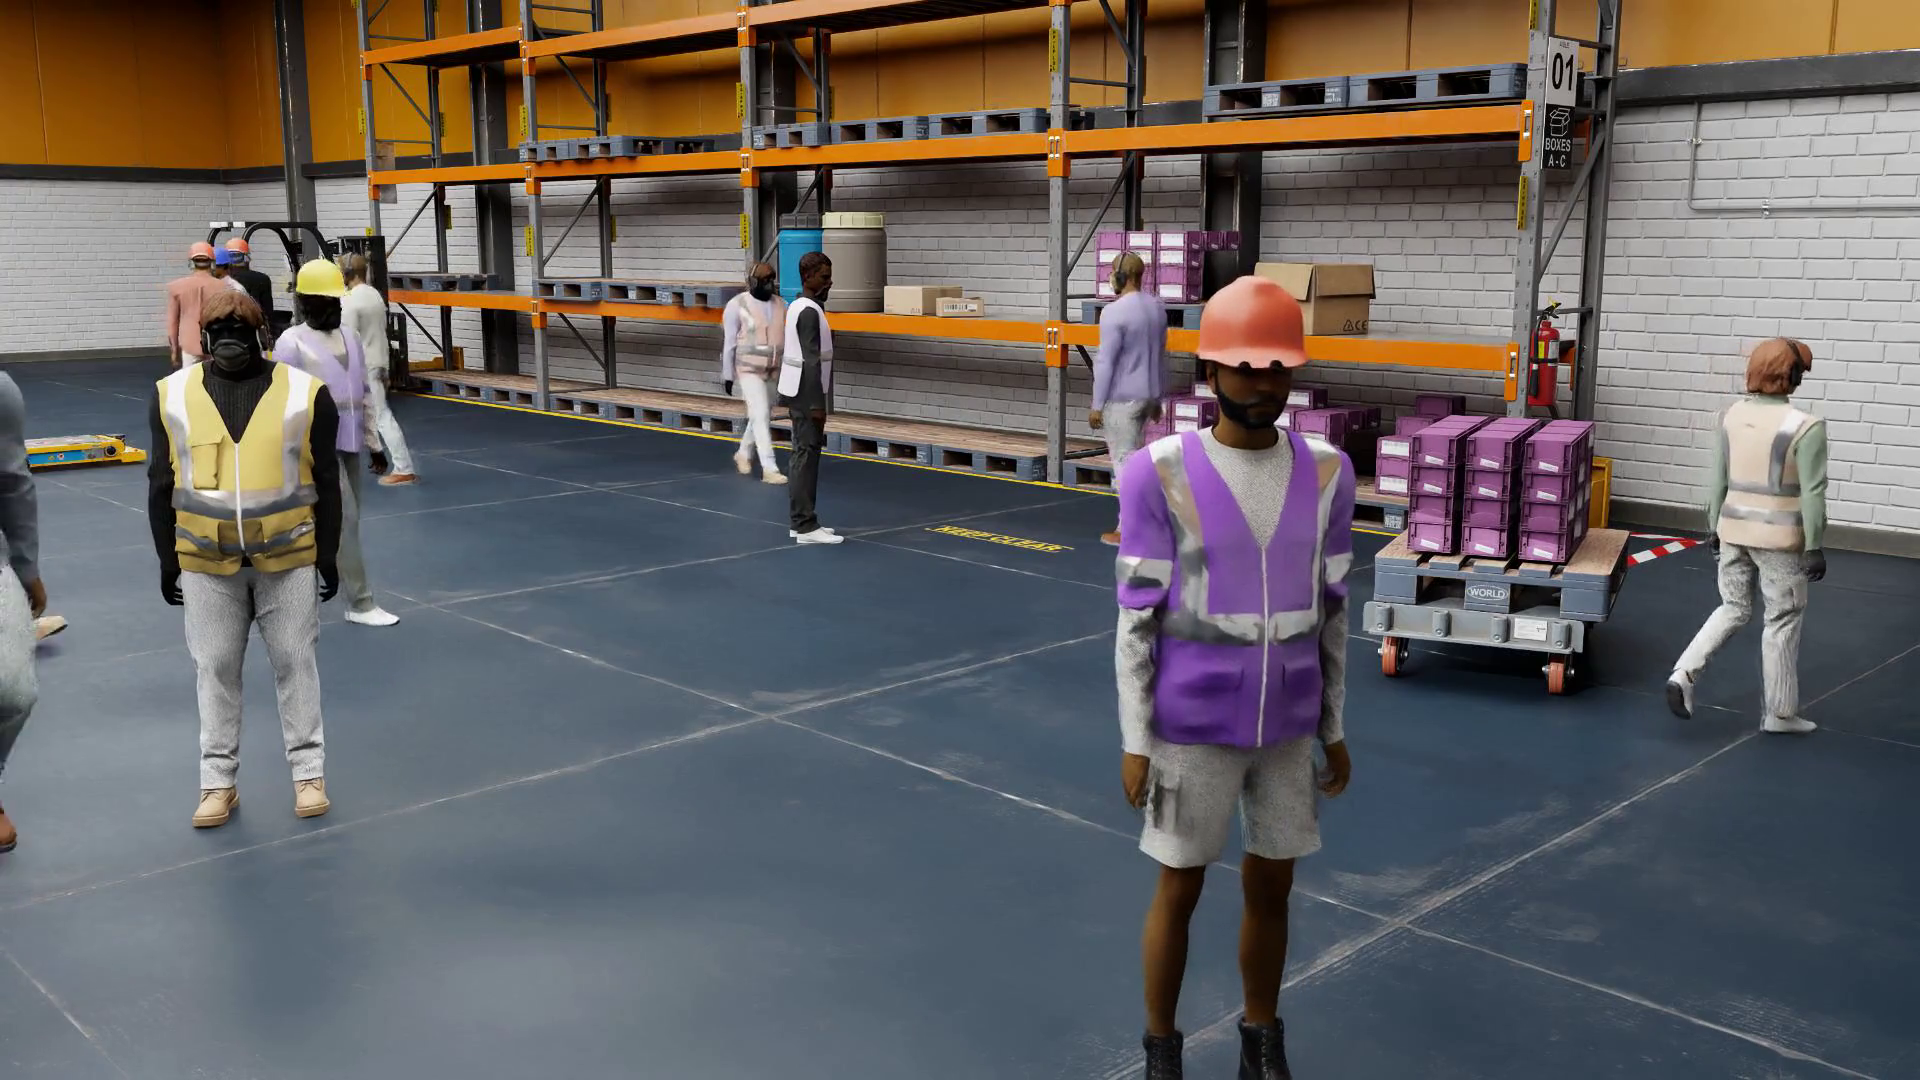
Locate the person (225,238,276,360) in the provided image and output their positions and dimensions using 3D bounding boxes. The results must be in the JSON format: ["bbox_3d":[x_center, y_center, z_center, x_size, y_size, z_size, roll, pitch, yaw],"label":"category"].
[{"bbox_3d":[-7.520,-2.165,17.482,0.612,1.991,0.392,-7,13,-35],"label":"person"}]

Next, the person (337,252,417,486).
[{"bbox_3d":[-4.881,-1.360,13.377,1.003,1.882,0.651,0,10,-1],"label":"person"}]

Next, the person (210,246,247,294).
[{"bbox_3d":[-7.392,-2.038,16.999,0.592,1.919,0.823,10,14,44],"label":"person"}]

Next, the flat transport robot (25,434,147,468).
[{"bbox_3d":[-7.964,-0.758,14.507,1.431,0.197,0.652,-10,14,-44],"label":"flat transport robot"}]

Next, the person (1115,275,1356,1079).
[{"bbox_3d":[0.616,0.395,3.673,0.552,1.935,0.365,-2,11,-12],"label":"person"}]

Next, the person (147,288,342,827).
[{"bbox_3d":[-2.451,0.063,5.745,0.625,1.844,0.429,-3,11,-17],"label":"person"}]

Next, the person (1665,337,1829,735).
[{"bbox_3d":[3.211,0.002,6.667,0.594,1.625,0.533,-4,11,-21],"label":"person"}]

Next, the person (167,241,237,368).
[{"bbox_3d":[-7.022,-1.785,15.486,0.652,1.962,0.700,-3,11,-16],"label":"person"}]

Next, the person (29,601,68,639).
[{"bbox_3d":[-4.845,-0.435,7.918,0.940,2.000,0.709,1,10,5],"label":"person"}]

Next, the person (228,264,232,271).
[{"bbox_3d":[-9.470,-2.896,21.767,0.355,1.883,0.572,6,12,28],"label":"person"}]

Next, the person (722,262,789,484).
[{"bbox_3d":[-1.681,-1.396,13.816,0.635,1.811,0.902,-9,14,-39],"label":"person"}]

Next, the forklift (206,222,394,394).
[{"bbox_3d":[-8.169,-2.758,20.163,2.313,2.155,1.214,-10,14,-44],"label":"forklift"}]

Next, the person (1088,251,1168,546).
[{"bbox_3d":[1.076,-0.900,10.793,0.433,1.926,0.629,8,13,36],"label":"person"}]

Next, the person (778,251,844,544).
[{"bbox_3d":[-1.005,-0.937,11.001,0.395,1.915,0.587,-2,11,-12],"label":"person"}]

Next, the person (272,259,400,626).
[{"bbox_3d":[-3.329,-0.507,8.677,0.824,1.904,0.587,3,11,16],"label":"person"}]

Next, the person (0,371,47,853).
[{"bbox_3d":[-3.158,0.136,5.127,0.431,1.920,0.650,9,14,41],"label":"person"}]
